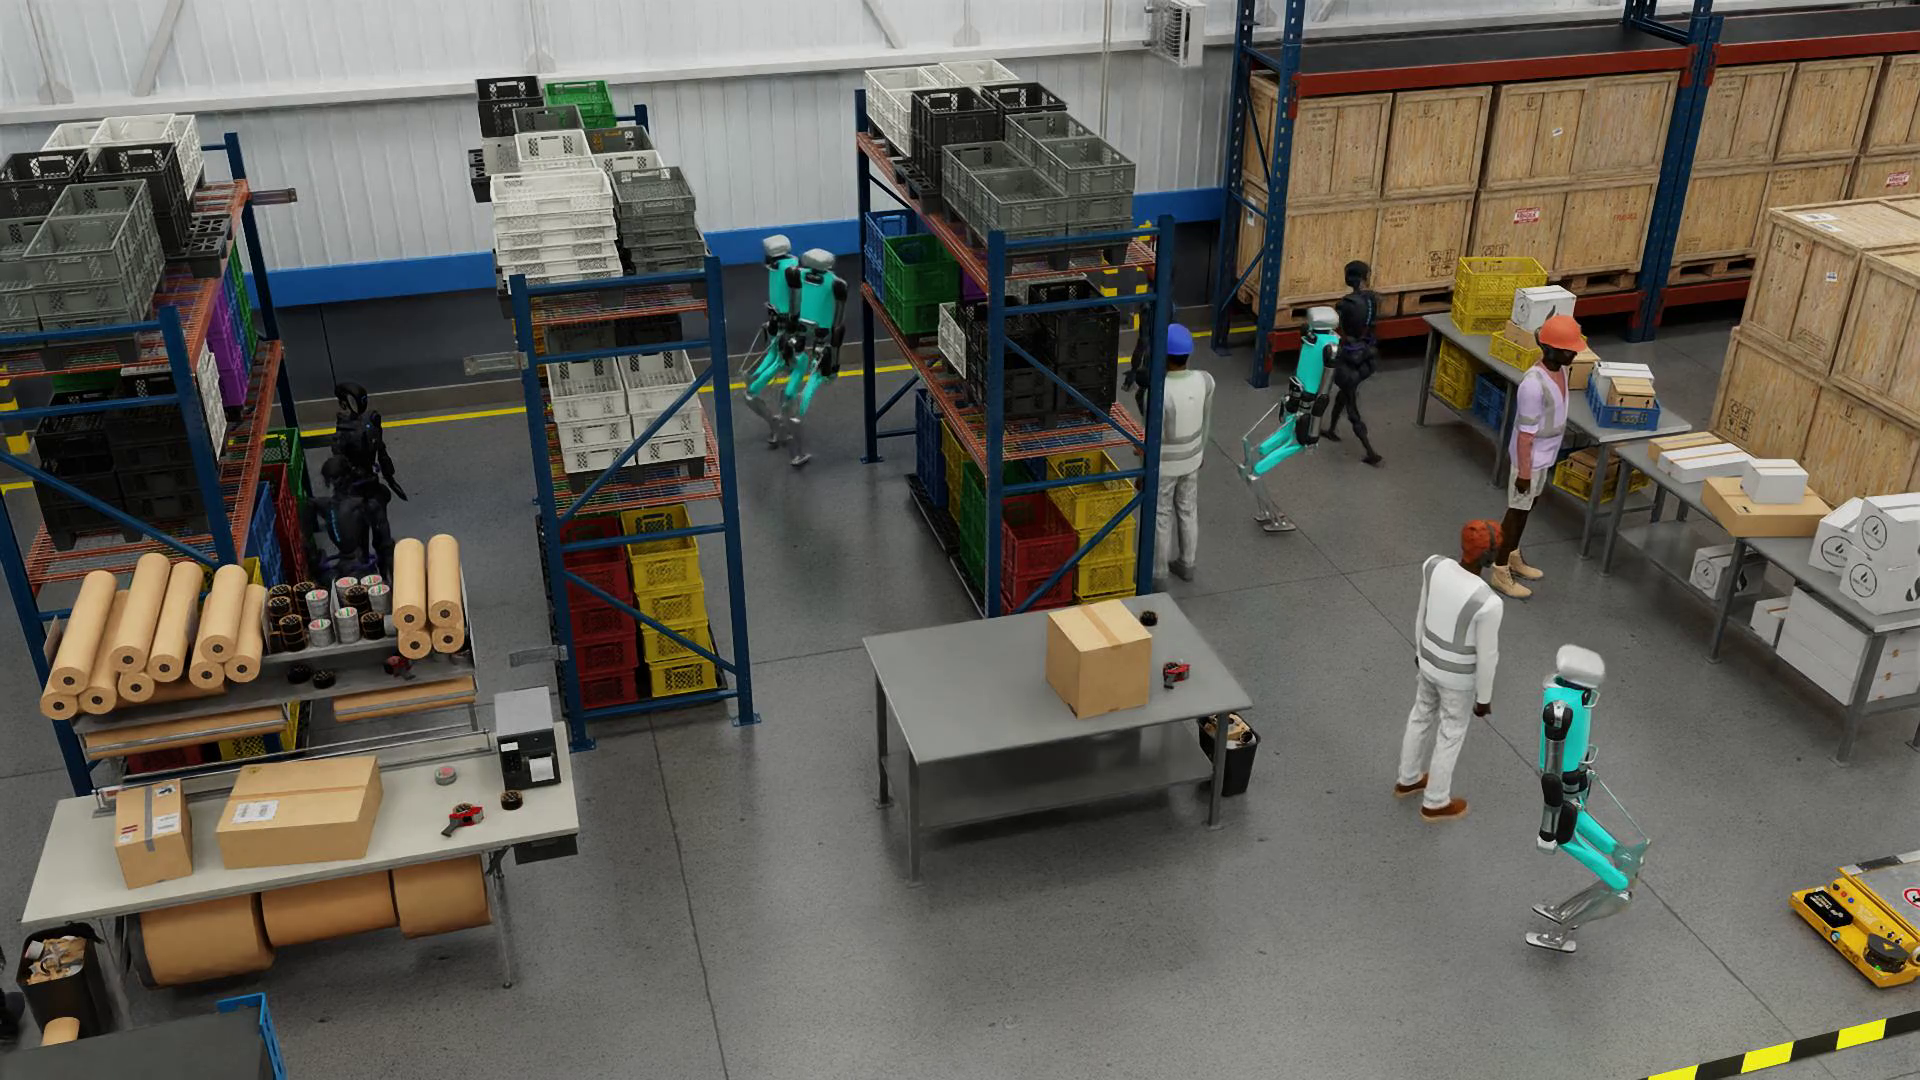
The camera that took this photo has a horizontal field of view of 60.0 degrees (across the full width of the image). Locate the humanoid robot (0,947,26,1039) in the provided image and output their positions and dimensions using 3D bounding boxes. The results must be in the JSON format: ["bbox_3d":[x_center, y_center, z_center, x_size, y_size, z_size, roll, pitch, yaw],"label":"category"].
[{"bbox_3d":[-4.661,1.781,7.488,0.591,1.632,0.728,-9,30,-15],"label":"humanoid robot"}]

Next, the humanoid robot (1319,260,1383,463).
[{"bbox_3d":[3.189,-1.434,13.381,0.609,1.637,0.784,-23,36,-36],"label":"humanoid robot"}]

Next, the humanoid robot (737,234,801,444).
[{"bbox_3d":[-1.593,-1.567,13.436,0.676,1.753,0.545,-14,32,-24],"label":"humanoid robot"}]

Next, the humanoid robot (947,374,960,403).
[{"bbox_3d":[0.059,-1.754,13.836,0.816,1.772,0.580,4,29,8],"label":"humanoid robot"}]

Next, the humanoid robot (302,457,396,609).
[{"bbox_3d":[-3.725,0.240,10.279,0.613,1.646,0.535,1,29,1],"label":"humanoid robot"}]

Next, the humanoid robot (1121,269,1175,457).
[{"bbox_3d":[1.521,-1.422,13.288,0.358,1.653,0.586,16,33,27],"label":"humanoid robot"}]

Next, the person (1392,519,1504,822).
[{"bbox_3d":[2.707,0.721,9.181,0.339,1.877,0.582,-14,32,-23],"label":"person"}]

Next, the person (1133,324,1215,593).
[{"bbox_3d":[1.449,-0.540,11.434,0.614,1.913,0.402,-20,35,-32],"label":"person"}]

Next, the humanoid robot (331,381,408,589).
[{"bbox_3d":[-4.003,-0.308,11.243,0.315,1.657,0.599,7,30,13],"label":"humanoid robot"}]

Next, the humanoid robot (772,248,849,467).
[{"bbox_3d":[-1.254,-1.347,13.124,0.541,1.808,0.736,16,33,27],"label":"humanoid robot"}]

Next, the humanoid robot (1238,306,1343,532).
[{"bbox_3d":[2.331,-0.863,12.111,0.744,1.695,0.531,-6,29,-10],"label":"humanoid robot"}]

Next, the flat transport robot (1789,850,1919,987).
[{"bbox_3d":[5.163,1.916,8.676,1.431,0.231,0.659,-8,30,-14],"label":"flat transport robot"}]

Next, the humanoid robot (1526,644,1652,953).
[{"bbox_3d":[3.115,1.314,8.102,0.735,1.681,0.533,16,32,26],"label":"humanoid robot"}]

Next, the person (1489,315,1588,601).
[{"bbox_3d":[3.950,-0.575,11.369,0.372,2.043,0.610,18,33,29],"label":"person"}]
